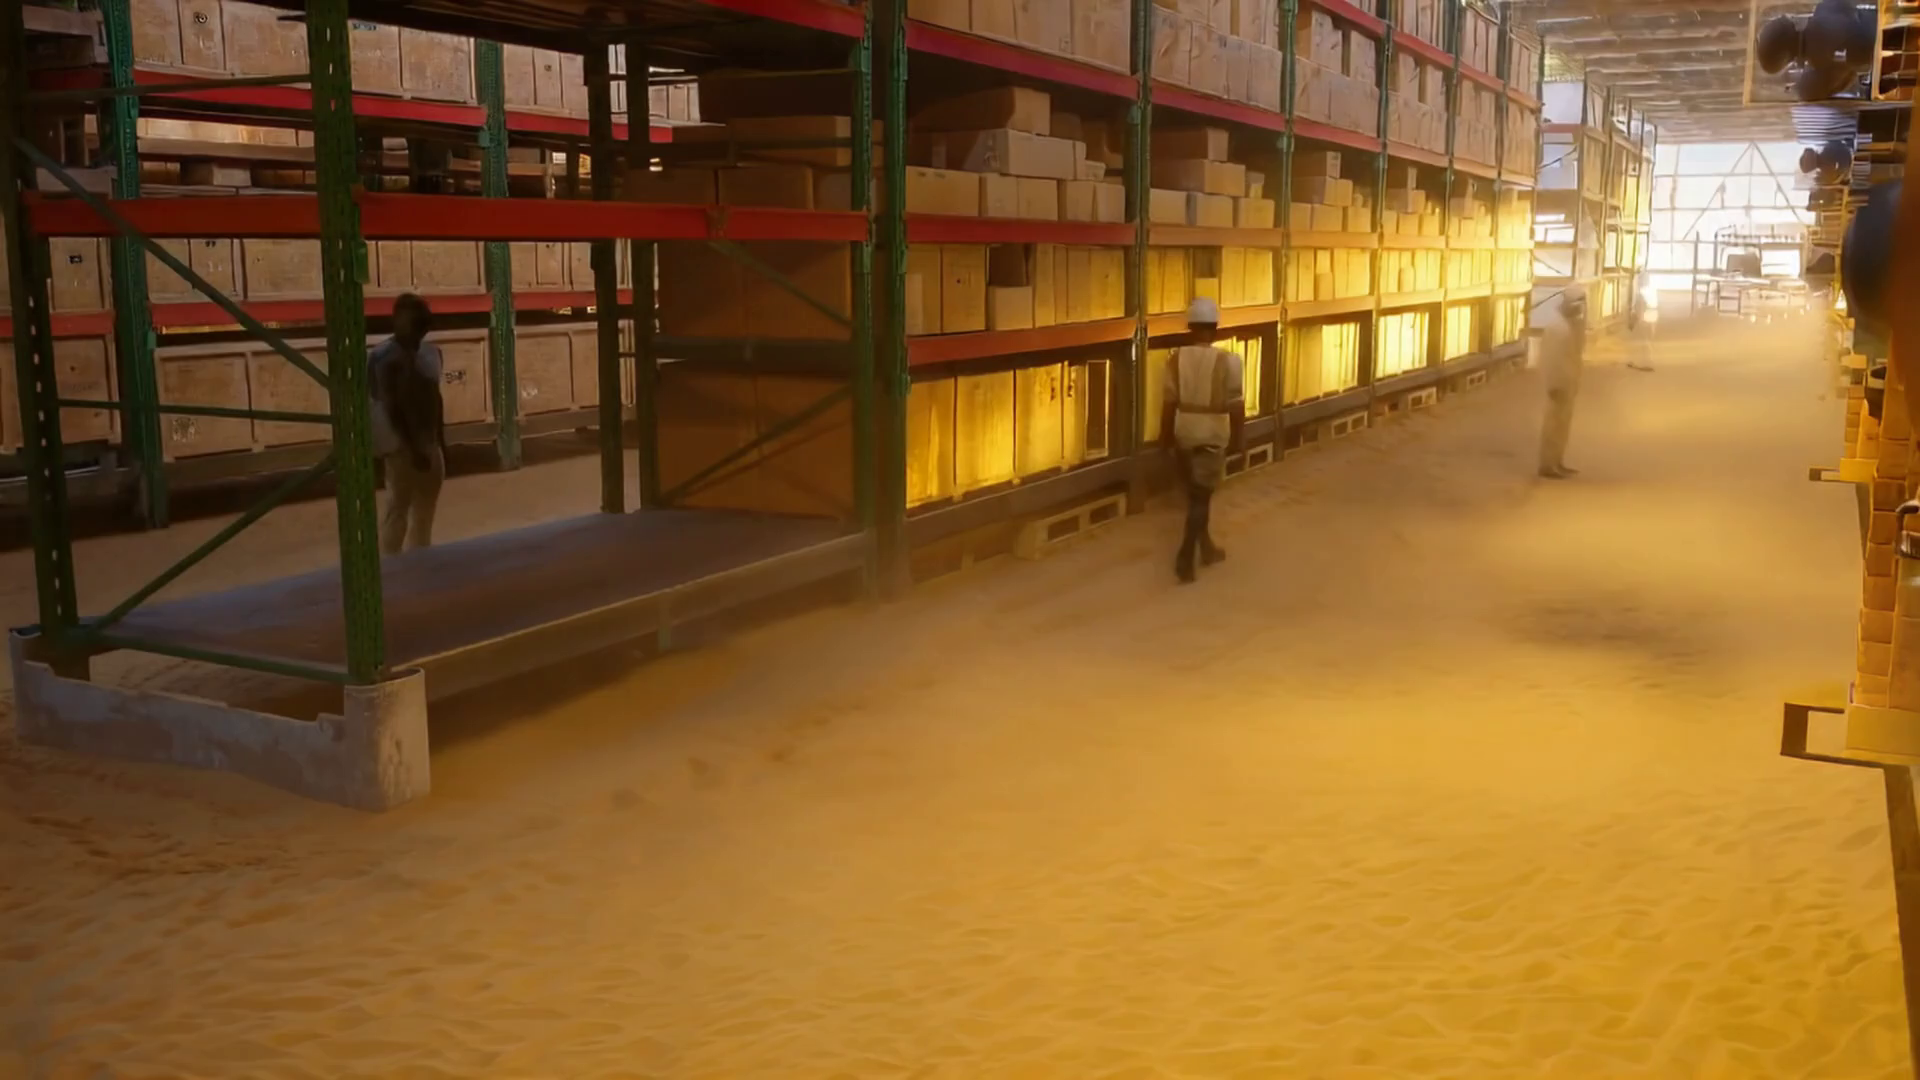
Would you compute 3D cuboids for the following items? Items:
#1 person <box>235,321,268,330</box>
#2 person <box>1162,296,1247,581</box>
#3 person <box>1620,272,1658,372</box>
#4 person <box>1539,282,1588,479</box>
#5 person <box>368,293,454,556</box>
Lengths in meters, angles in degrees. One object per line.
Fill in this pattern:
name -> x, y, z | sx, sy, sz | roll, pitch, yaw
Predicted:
person -> -7.777, -1.801, 18.114 | 0.512, 1.709, 0.785 | 4, 11, 24
person -> 1.613, -0.692, 11.241 | 0.541, 1.897, 1.019 | 6, 12, 33
person -> 12.498, -4.012, 30.656 | 0.599, 1.808, 0.857 | -9, 13, -42
person -> 5.870, -1.543, 16.131 | 0.397, 1.899, 0.663 | 7, 12, 36
person -> -3.393, -0.559, 10.327 | 0.371, 1.933, 0.627 | 4, 11, 22
